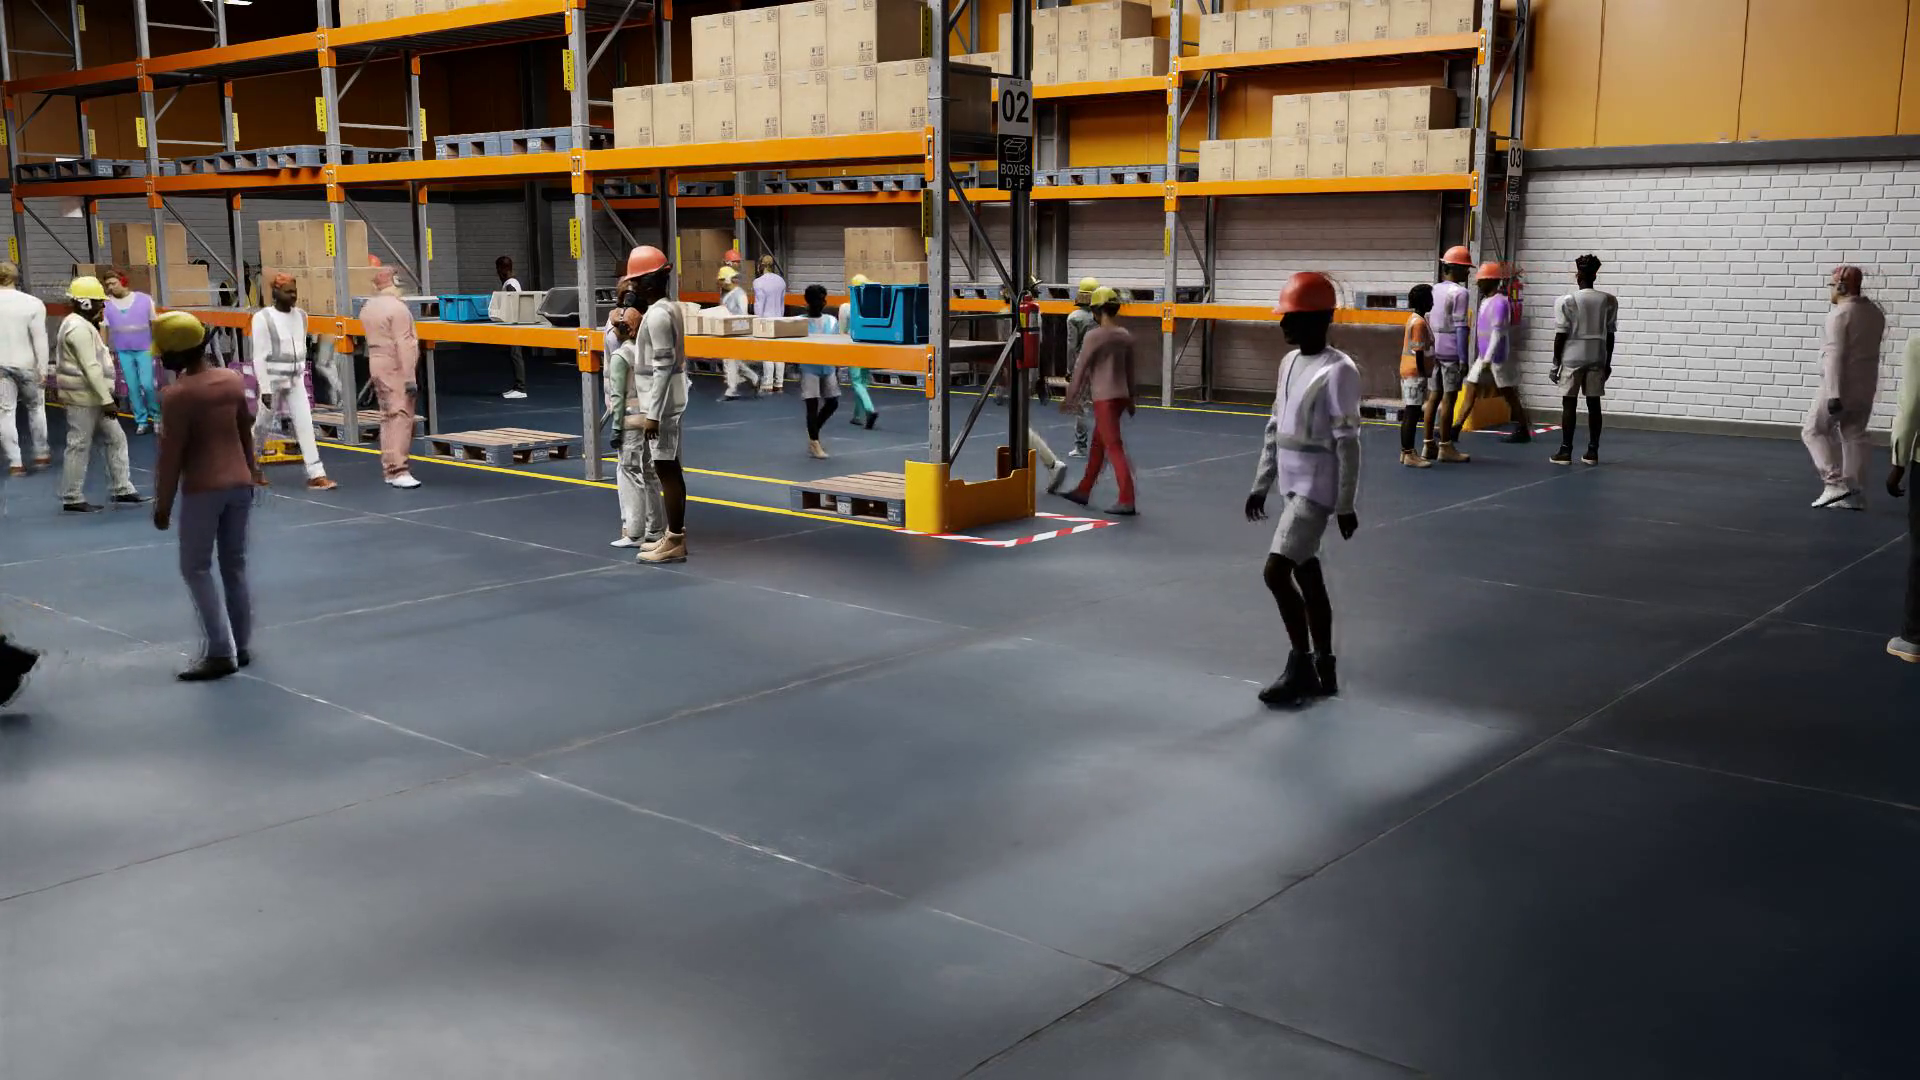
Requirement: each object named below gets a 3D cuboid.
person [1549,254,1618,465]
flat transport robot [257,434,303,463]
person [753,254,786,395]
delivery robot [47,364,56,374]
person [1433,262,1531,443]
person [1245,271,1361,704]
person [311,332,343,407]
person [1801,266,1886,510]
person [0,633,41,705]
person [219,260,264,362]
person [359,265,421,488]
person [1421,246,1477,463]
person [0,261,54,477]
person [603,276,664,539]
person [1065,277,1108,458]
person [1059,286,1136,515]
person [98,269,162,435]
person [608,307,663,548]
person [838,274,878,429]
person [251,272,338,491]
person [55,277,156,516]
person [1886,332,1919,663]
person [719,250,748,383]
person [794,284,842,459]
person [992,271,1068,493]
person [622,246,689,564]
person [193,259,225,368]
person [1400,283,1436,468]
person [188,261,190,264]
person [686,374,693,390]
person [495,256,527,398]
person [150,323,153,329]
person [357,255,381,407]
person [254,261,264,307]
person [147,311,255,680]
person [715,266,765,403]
[{"bbox_3d":[5.815,-1.678,15.549,0.607,1.966,0.367,-1,10,-6],"label":"person"},{"bbox_3d":[-6.848,-0.898,15.927,0.652,0.197,1.431,-9,13,-40],"label":"flat transport robot"},{"bbox_3d":[-2.657,-2.974,23.003,0.372,1.940,0.627,6,12,30],"label":"person"},{"bbox_3d":[-12.783,-2.294,22.805,0.477,0.478,0.707,6,12,31],"label":"delivery robot"},{"bbox_3d":[5.486,-1.926,17.222,1.041,1.880,0.558,-1,10,-6],"label":"person"},{"bbox_3d":[1.483,-0.221,7.397,0.589,1.917,0.553,-2,10,-9],"label":"person"},{"bbox_3d":[-7.775,-2.507,20.522,0.536,1.884,0.613,3,10,17],"label":"person"},{"bbox_3d":[6.822,-1.162,12.845,0.648,1.887,0.447,-5,11,-27],"label":"person"},{"bbox_3d":[-4.398,-0.179,7.147,0.668,1.921,0.552,-1,10,-8],"label":"person"},{"bbox_3d":[-10.405,-3.137,24.203,0.429,1.846,0.632,8,13,39],"label":"person"},{"bbox_3d":[-4.782,-1.390,14.187,0.402,1.880,0.803,-9,14,-43],"label":"person"},{"bbox_3d":[4.650,-1.757,15.783,0.390,2.039,0.612,-3,10,-16],"label":"person"},{"bbox_3d":[-8.476,-1.538,14.944,0.628,1.905,0.834,-3,10,-17],"label":"person"},{"bbox_3d":[-2.259,-0.921,11.595,0.429,1.843,0.627,-1,10,-8],"label":"person"},{"bbox_3d":[1.246,-1.665,16.107,0.483,1.745,0.302,-3,10,-18],"label":"person"},{"bbox_3d":[1.046,-1.070,12.781,0.870,1.724,0.541,8,13,37],"label":"person"},{"bbox_3d":[-8.915,-2.010,17.912,0.606,1.795,0.555,-2,10,-12],"label":"person"},{"bbox_3d":[-2.209,-0.760,11.281,0.317,1.629,0.509,2,10,14],"label":"person"},{"bbox_3d":[-1.102,-2.130,18.769,0.522,1.739,0.815,-6,12,-32],"label":"person"},{"bbox_3d":[-5.727,-1.328,13.982,1.042,1.829,0.612,5,11,27],"label":"person"},{"bbox_3d":[-6.521,-1.089,12.659,0.769,1.801,0.596,-4,11,-23],"label":"person"},{"bbox_3d":[4.853,-0.383,8.089,0.624,1.992,0.386,2,10,13],"label":"person"},{"bbox_3d":[-3.423,-3.362,25.049,0.375,1.997,0.611,2,10,9],"label":"person"},{"bbox_3d":[-1.403,-1.637,16.116,0.539,1.689,0.584,-6,12,-32],"label":"person"},{"bbox_3d":[0.572,-1.314,13.864,0.832,1.839,0.519,9,13,40],"label":"person"},{"bbox_3d":[-1.949,-0.860,10.699,0.392,2.033,0.605,-1,10,-3],"label":"person"},{"bbox_3d":[-10.541,-2.986,23.285,0.309,1.864,0.535,2,10,14],"label":"person"},{"bbox_3d":[4.241,-1.520,15.411,0.318,1.699,0.535,2,10,9],"label":"person"},{"bbox_3d":[-11.007,-3.074,23.664,0.652,1.906,0.409,-9,14,-43],"label":"person"},{"bbox_3d":[-4.029,-2.818,23.063,0.778,1.604,0.500,4,11,22],"label":"person"},{"bbox_3d":[-6.068,-2.883,22.563,0.384,1.911,0.592,-3,10,-16],"label":"person"},{"bbox_3d":[-12.461,-3.258,25.492,0.501,1.632,0.287,4,11,20],"label":"person"},{"bbox_3d":[-7.442,-2.652,21.177,0.545,1.938,0.359,1,10,8],"label":"person"},{"bbox_3d":[-10.424,-3.401,25.144,0.632,2.000,0.696,-1,10,-7],"label":"person"},{"bbox_3d":[-3.544,-0.210,7.887,0.350,1.732,0.616,3,10,18],"label":"person"},{"bbox_3d":[-2.939,-2.725,22.026,0.761,1.796,0.608,-7,12,-34],"label":"person"}]
